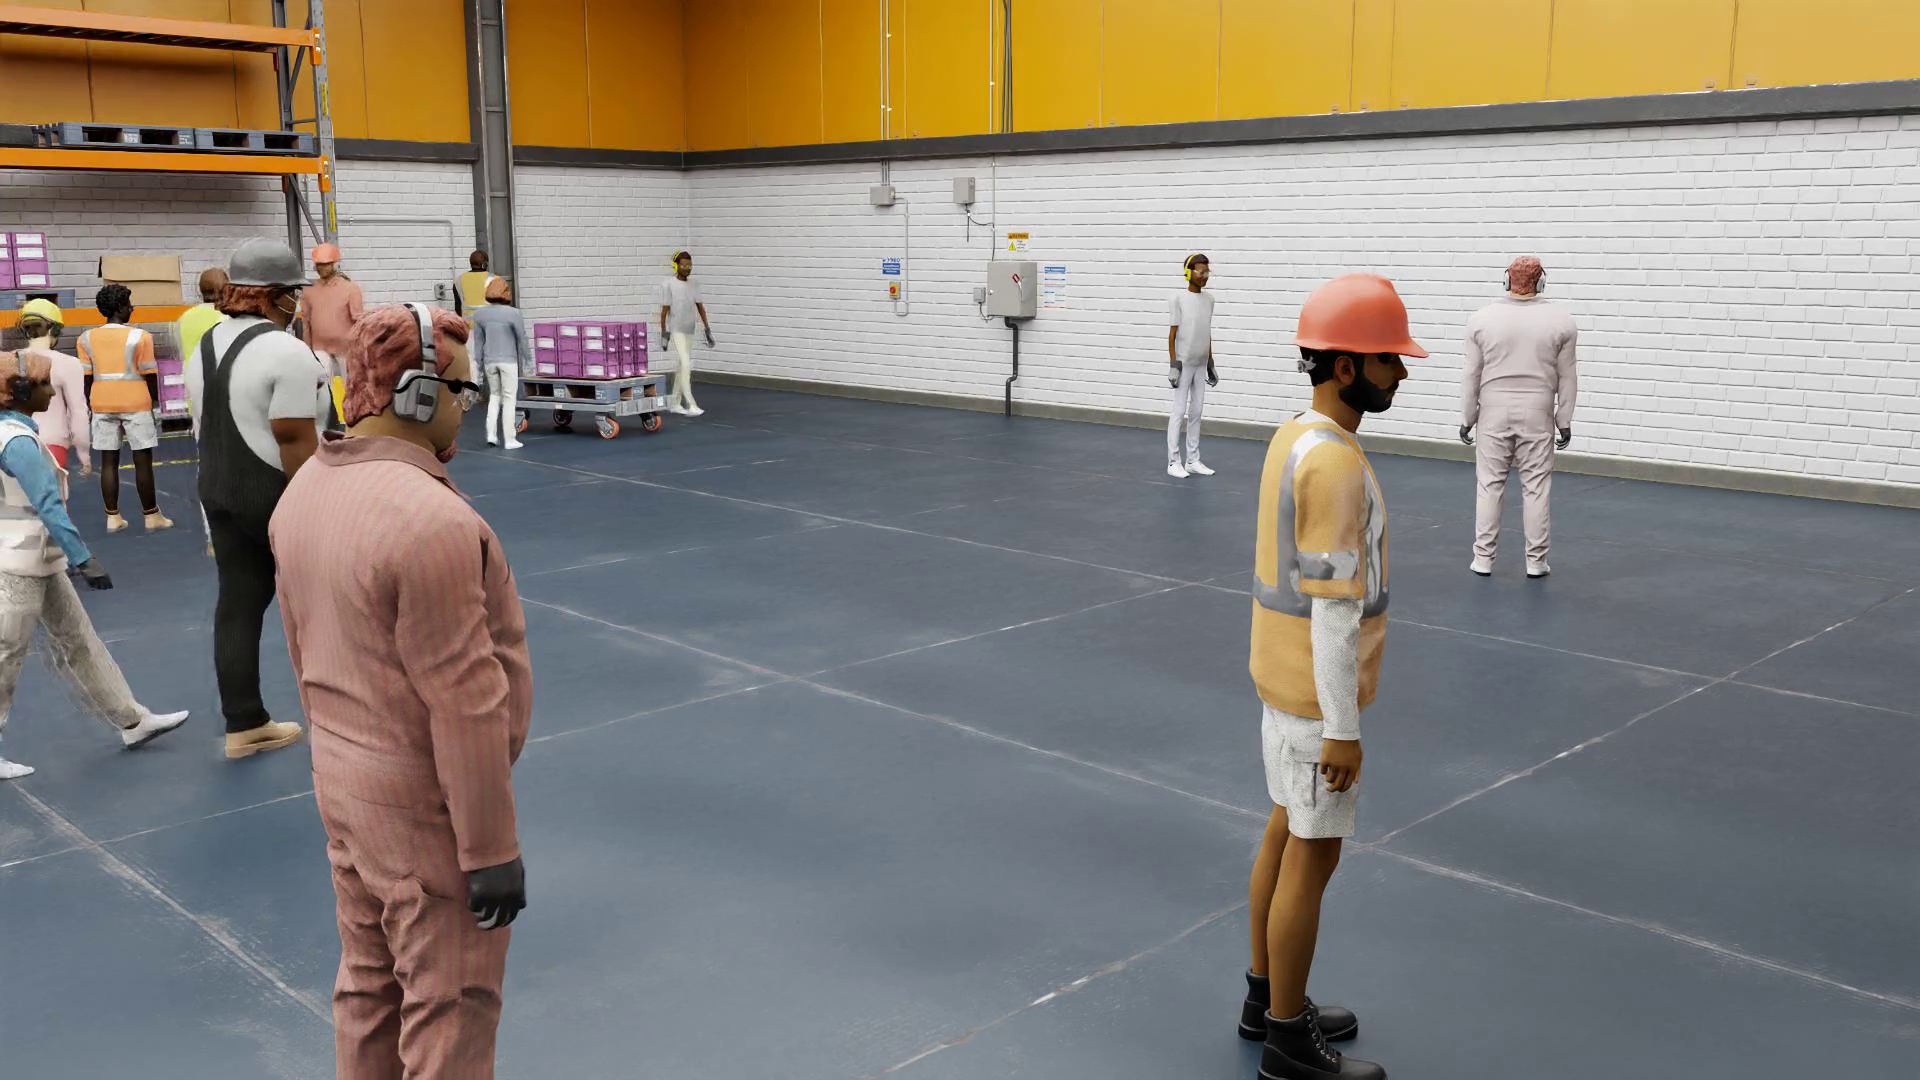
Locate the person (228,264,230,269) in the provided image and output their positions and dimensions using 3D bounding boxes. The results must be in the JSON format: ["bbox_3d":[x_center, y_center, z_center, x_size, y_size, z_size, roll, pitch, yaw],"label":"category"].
[{"bbox_3d":[-4.833,-1.031,11.626,0.667,1.869,0.820,4,11,21],"label":"person"}]

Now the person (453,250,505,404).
[{"bbox_3d":[-5.743,-2.553,20.009,0.625,1.844,0.429,1,10,8],"label":"person"}]

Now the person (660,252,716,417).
[{"bbox_3d":[-3.017,-2.289,18.629,0.872,1.828,0.542,8,13,38],"label":"person"}]

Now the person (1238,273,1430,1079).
[{"bbox_3d":[0.883,0.343,3.956,0.375,1.935,0.551,0,10,2],"label":"person"}]

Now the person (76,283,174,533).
[{"bbox_3d":[-5.700,-0.890,11.328,0.533,1.698,0.322,0,10,1],"label":"person"}]

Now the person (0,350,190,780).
[{"bbox_3d":[-3.410,0.095,6.244,0.829,1.594,0.524,-6,12,-29],"label":"person"}]

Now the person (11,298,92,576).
[{"bbox_3d":[-5.243,-0.530,9.467,0.536,1.666,1.069,1,10,4],"label":"person"}]

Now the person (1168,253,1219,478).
[{"bbox_3d":[1.966,-1.460,14.000,0.519,1.862,0.328,-8,13,-35],"label":"person"}]

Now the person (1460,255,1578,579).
[{"bbox_3d":[3.298,-0.724,9.857,0.652,1.906,0.405,3,11,16],"label":"person"}]

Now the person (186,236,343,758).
[{"bbox_3d":[-2.598,-0.192,6.590,0.704,2.000,0.862,6,12,31],"label":"person"}]

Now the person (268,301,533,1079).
[{"bbox_3d":[-1.010,0.506,3.169,0.407,1.902,0.639,-10,15,-44],"label":"person"}]

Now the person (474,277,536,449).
[{"bbox_3d":[-4.328,-1.669,15.781,0.520,1.628,0.347,3,11,16],"label":"person"}]

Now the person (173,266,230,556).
[{"bbox_3d":[-4.608,-0.824,10.625,0.651,1.820,0.643,4,11,22],"label":"person"}]

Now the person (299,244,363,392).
[{"bbox_3d":[-5.938,-1.823,15.764,0.641,1.938,1.017,0,10,-1],"label":"person"}]
